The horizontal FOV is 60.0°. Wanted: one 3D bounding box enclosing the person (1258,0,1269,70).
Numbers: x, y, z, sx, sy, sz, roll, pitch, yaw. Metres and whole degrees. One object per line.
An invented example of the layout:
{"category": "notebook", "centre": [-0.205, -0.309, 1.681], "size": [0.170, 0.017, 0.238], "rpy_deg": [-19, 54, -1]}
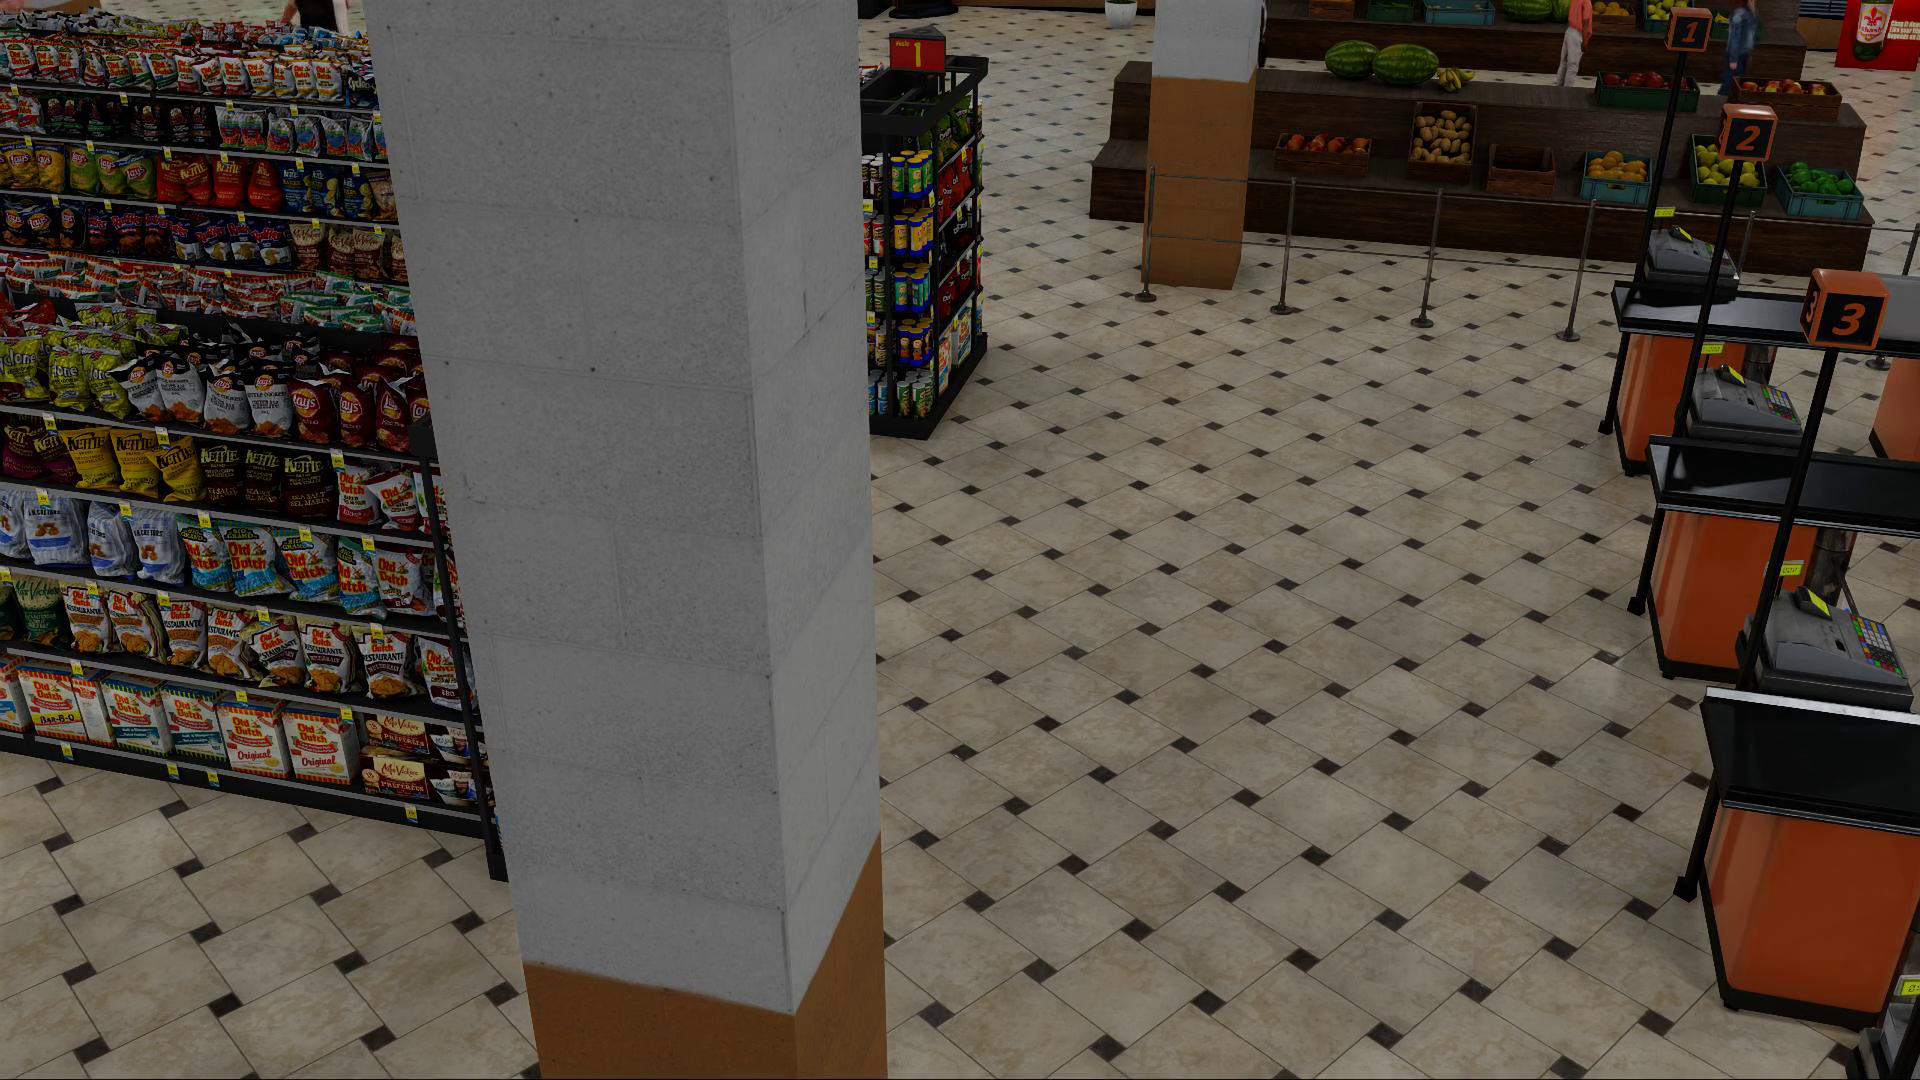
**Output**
{"category": "person", "centre": [3.120, -5.487, 17.898], "size": [0.643, 1.211, 0.521], "rpy_deg": [10, 30, 17]}

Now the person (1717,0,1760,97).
{"category": "person", "centre": [7.628, -4.756, 16.290], "size": [0.662, 1.470, 0.670], "rpy_deg": [14, 32, 24]}

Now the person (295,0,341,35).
{"category": "person", "centre": [-6.553, -5.187, 16.849], "size": [0.516, 1.690, 0.665], "rpy_deg": [7, 29, 13]}

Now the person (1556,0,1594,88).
{"category": "person", "centre": [6.426, -5.250, 17.361], "size": [0.570, 1.310, 0.558], "rpy_deg": [-5, 29, -8]}
